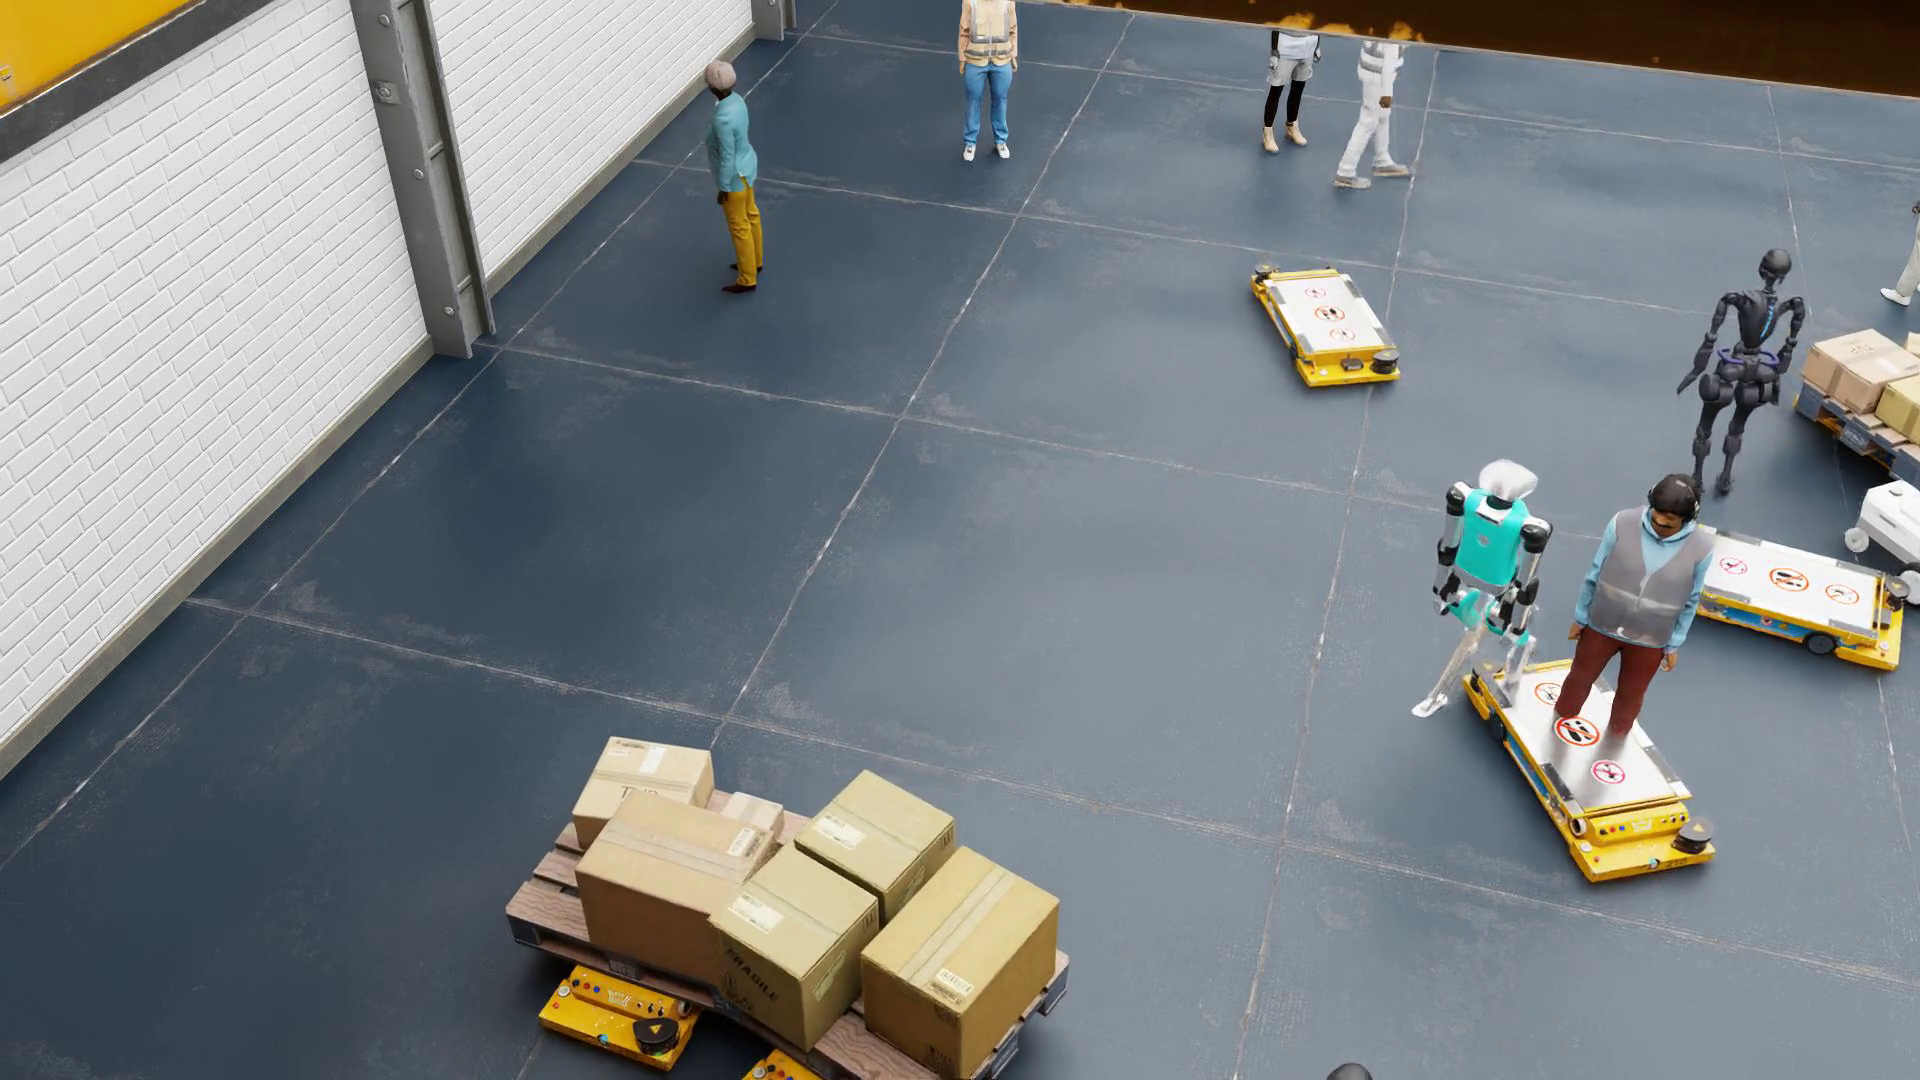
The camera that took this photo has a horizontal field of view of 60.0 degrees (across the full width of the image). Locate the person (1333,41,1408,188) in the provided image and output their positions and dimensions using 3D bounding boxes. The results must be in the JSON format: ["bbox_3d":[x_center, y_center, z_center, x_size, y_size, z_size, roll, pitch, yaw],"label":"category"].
[{"bbox_3d":[3.447,-3.735,13.385,0.633,1.869,0.606,1,39,1],"label":"person"}]

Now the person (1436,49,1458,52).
[{"bbox_3d":[4.819,-5.579,15.727,0.433,1.795,0.640,19,42,22],"label":"person"}]

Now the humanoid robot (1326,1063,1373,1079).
[{"bbox_3d":[1.351,2.329,6.040,0.610,1.640,0.807,20,43,23],"label":"humanoid robot"}]

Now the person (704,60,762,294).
[{"bbox_3d":[-1.656,-2.633,12.096,0.346,1.750,0.521,5,39,7],"label":"person"}]

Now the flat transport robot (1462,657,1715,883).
[{"bbox_3d":[3.223,1.124,8.607,0.659,0.231,1.431,-8,39,-9],"label":"flat transport robot"}]

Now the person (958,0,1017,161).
[{"bbox_3d":[0.228,-4.014,13.832,0.495,1.729,0.366,-5,39,-6],"label":"person"}]

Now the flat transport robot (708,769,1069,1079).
[{"bbox_3d":[-0.304,2.112,7.377,0.659,0.231,1.431,24,45,27],"label":"flat transport robot"}]

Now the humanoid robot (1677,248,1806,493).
[{"bbox_3d":[4.730,-1.008,10.136,0.601,1.635,0.346,2,39,2],"label":"humanoid robot"}]

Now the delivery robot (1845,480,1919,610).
[{"bbox_3d":[5.660,-0.007,9.774,0.499,0.581,0.768,-14,41,-17],"label":"delivery robot"}]

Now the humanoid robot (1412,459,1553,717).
[{"bbox_3d":[2.761,0.250,8.538,0.530,1.792,0.796,30,48,32],"label":"humanoid robot"}]

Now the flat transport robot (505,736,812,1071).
[{"bbox_3d":[-1.311,1.768,7.805,0.659,0.231,1.431,14,41,17],"label":"flat transport robot"}]

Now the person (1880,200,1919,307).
[{"bbox_3d":[7.111,-2.431,11.933,0.513,1.640,0.306,-7,39,-9],"label":"person"}]

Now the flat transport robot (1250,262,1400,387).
[{"bbox_3d":[2.610,-1.574,11.962,0.659,0.231,1.431,-5,39,-7],"label":"flat transport robot"}]

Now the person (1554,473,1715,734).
[{"bbox_3d":[3.298,0.420,8.199,0.532,1.877,0.414,17,42,20],"label":"person"}]

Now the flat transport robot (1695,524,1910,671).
[{"bbox_3d":[4.682,0.294,9.639,1.431,0.231,0.659,17,42,20],"label":"flat transport robot"}]

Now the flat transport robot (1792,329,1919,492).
[{"bbox_3d":[6.203,-0.636,10.795,0.659,0.231,1.431,-14,41,-17],"label":"flat transport robot"}]

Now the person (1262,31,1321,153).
[{"bbox_3d":[2.810,-4.103,13.968,0.534,1.696,0.318,-17,42,-20],"label":"person"}]
